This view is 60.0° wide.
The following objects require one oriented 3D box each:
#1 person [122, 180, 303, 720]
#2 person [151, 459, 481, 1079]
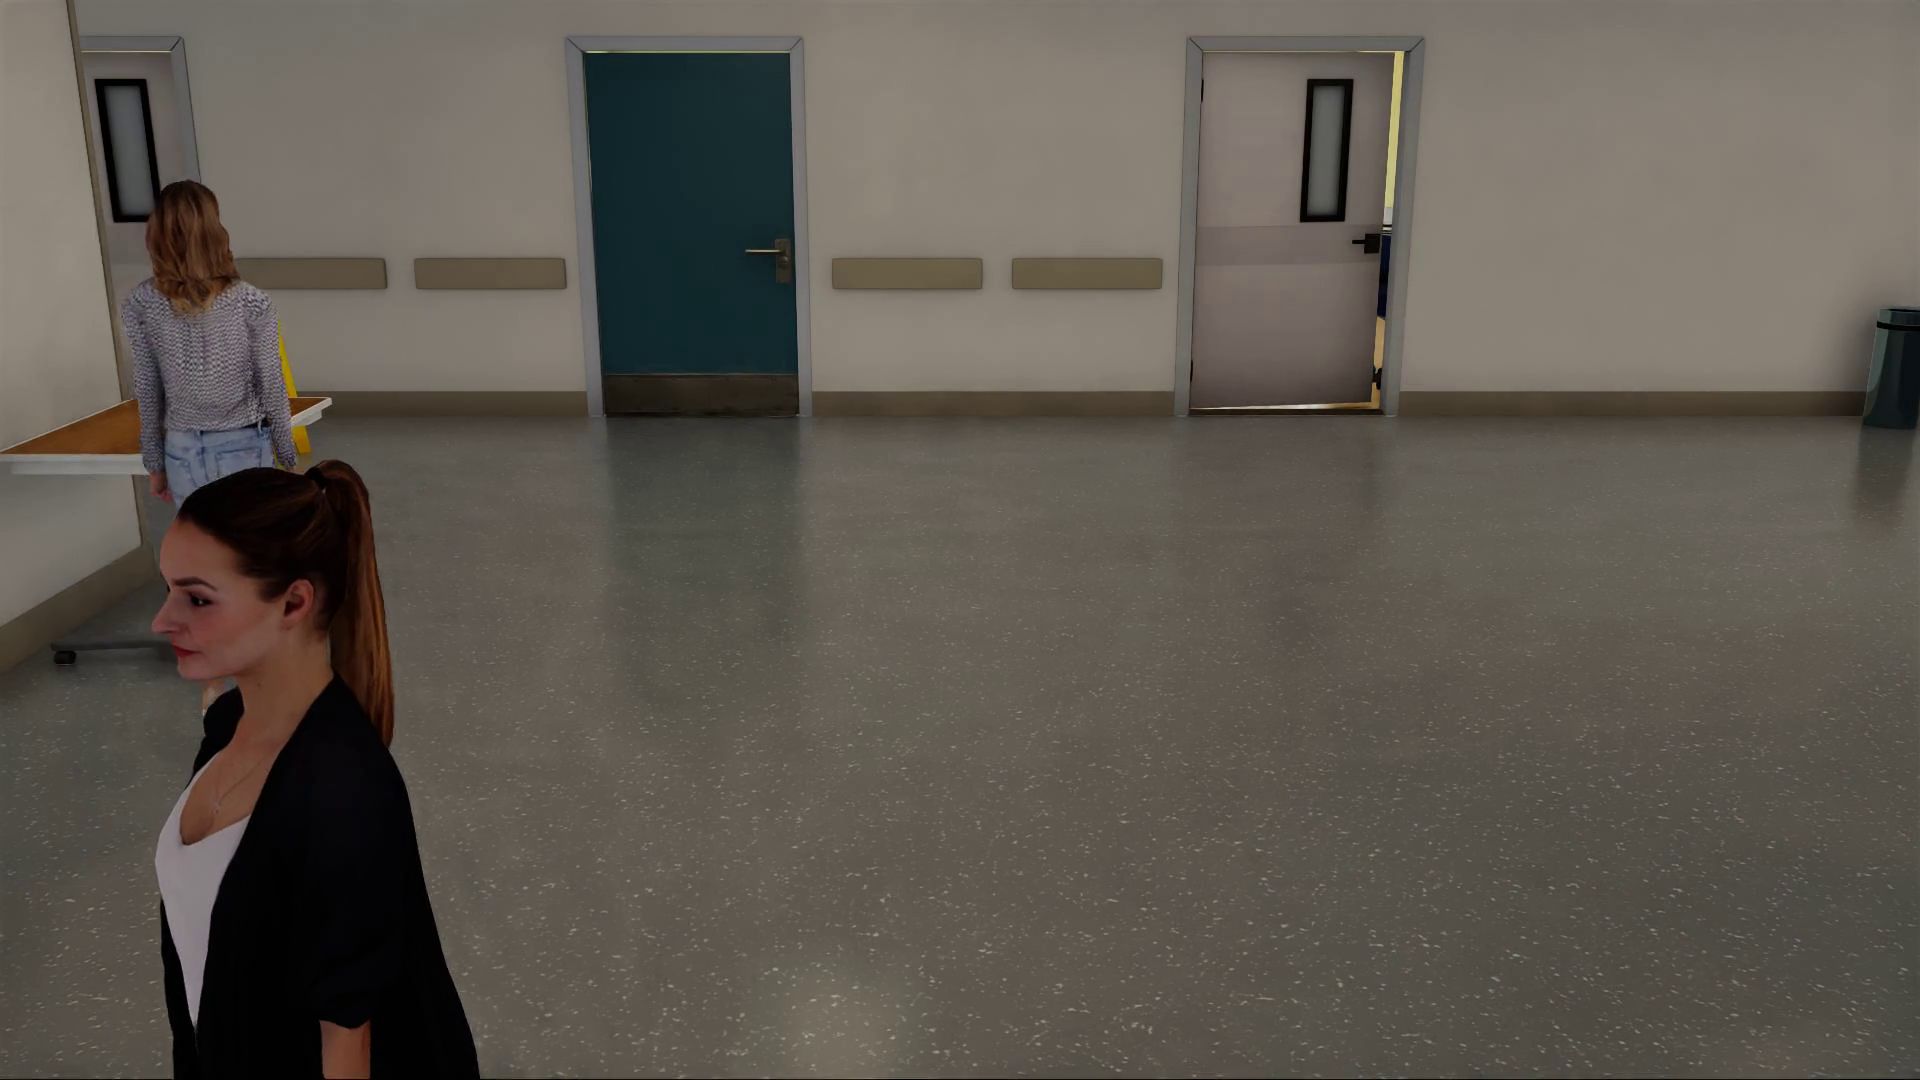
[{"bbox_3d":[-2.291,-0.178,5.091,0.560,1.785,0.649,0,16,1],"label":"person"},{"bbox_3d":[-0.765,0.722,2.089,0.748,1.681,0.717,-11,19,-34],"label":"person"}]
